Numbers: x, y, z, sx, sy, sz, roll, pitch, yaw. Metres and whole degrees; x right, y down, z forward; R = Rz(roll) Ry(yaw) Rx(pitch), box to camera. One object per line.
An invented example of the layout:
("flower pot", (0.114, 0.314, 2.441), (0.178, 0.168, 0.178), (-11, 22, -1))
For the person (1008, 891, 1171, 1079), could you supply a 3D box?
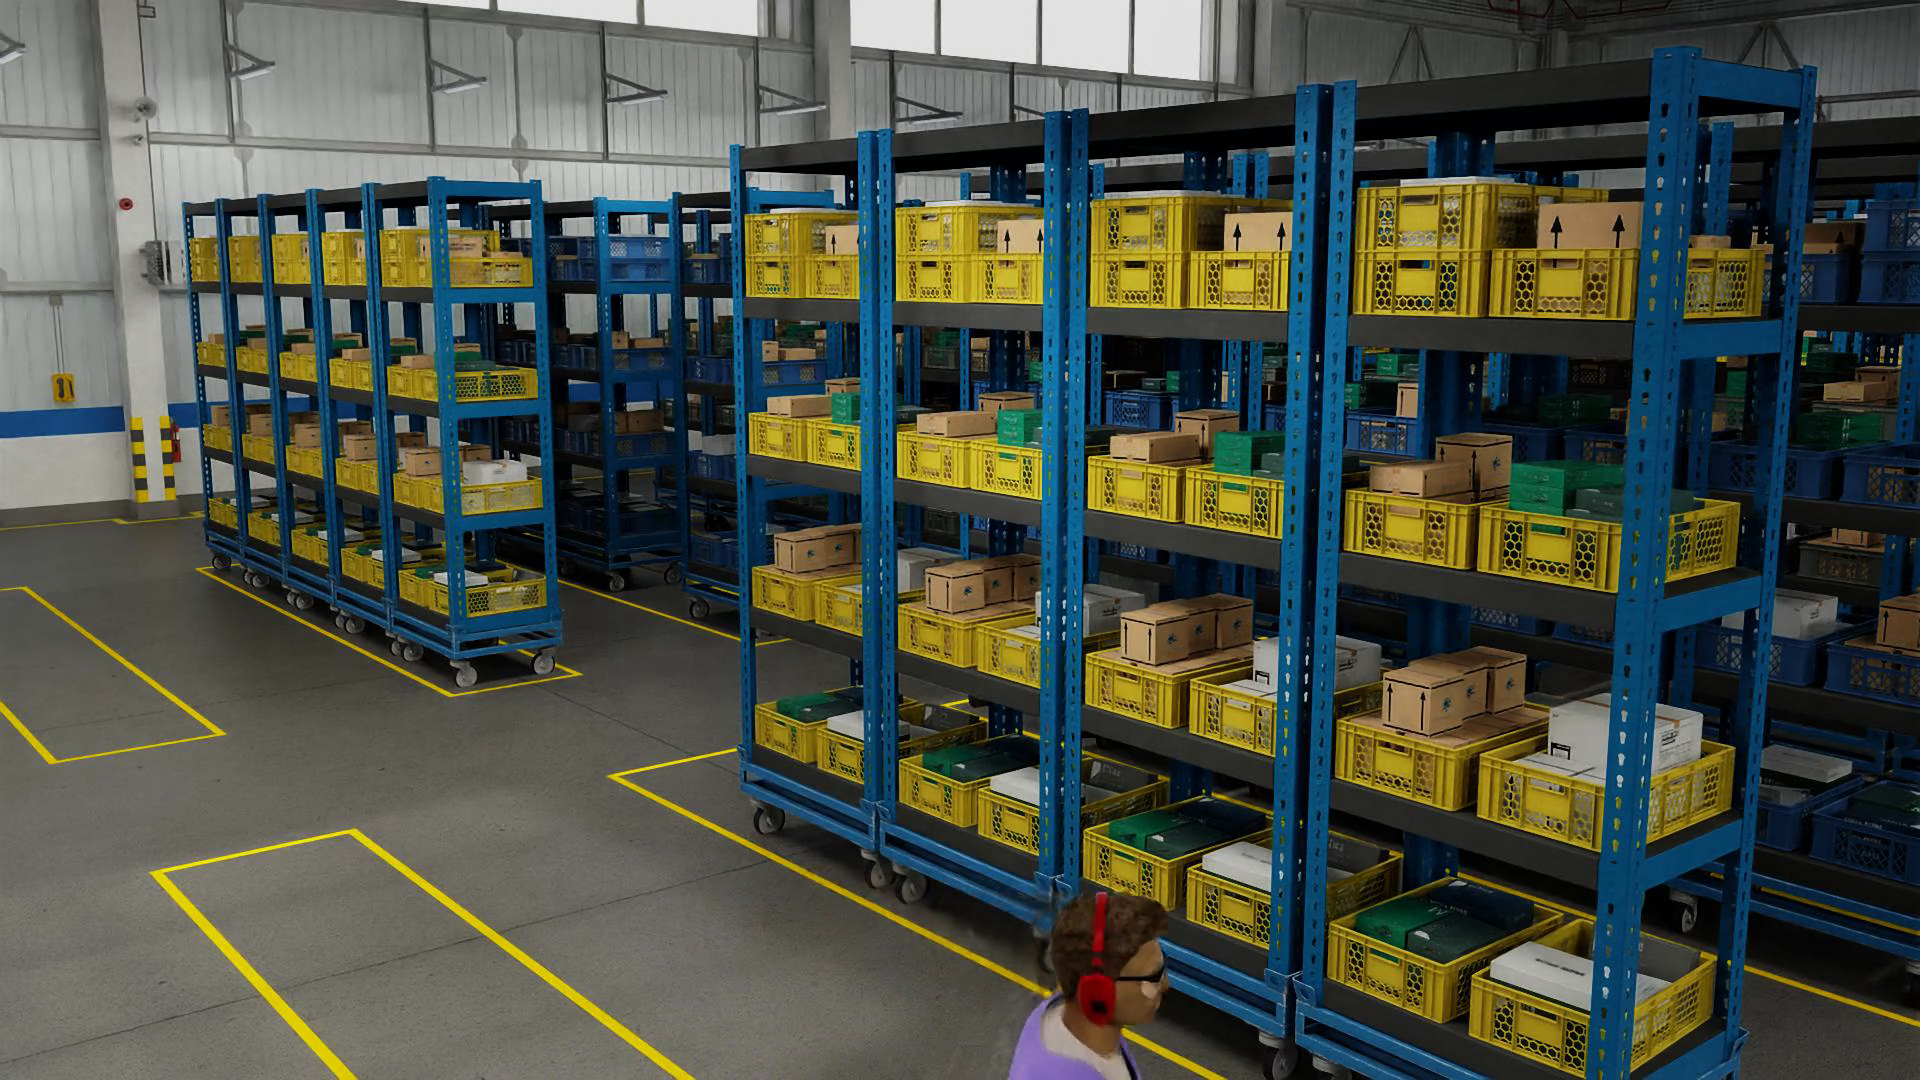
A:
("person", (0.197, 1.565, 3.384), (0.908, 1.811, 0.573), (0, 9, -1))
